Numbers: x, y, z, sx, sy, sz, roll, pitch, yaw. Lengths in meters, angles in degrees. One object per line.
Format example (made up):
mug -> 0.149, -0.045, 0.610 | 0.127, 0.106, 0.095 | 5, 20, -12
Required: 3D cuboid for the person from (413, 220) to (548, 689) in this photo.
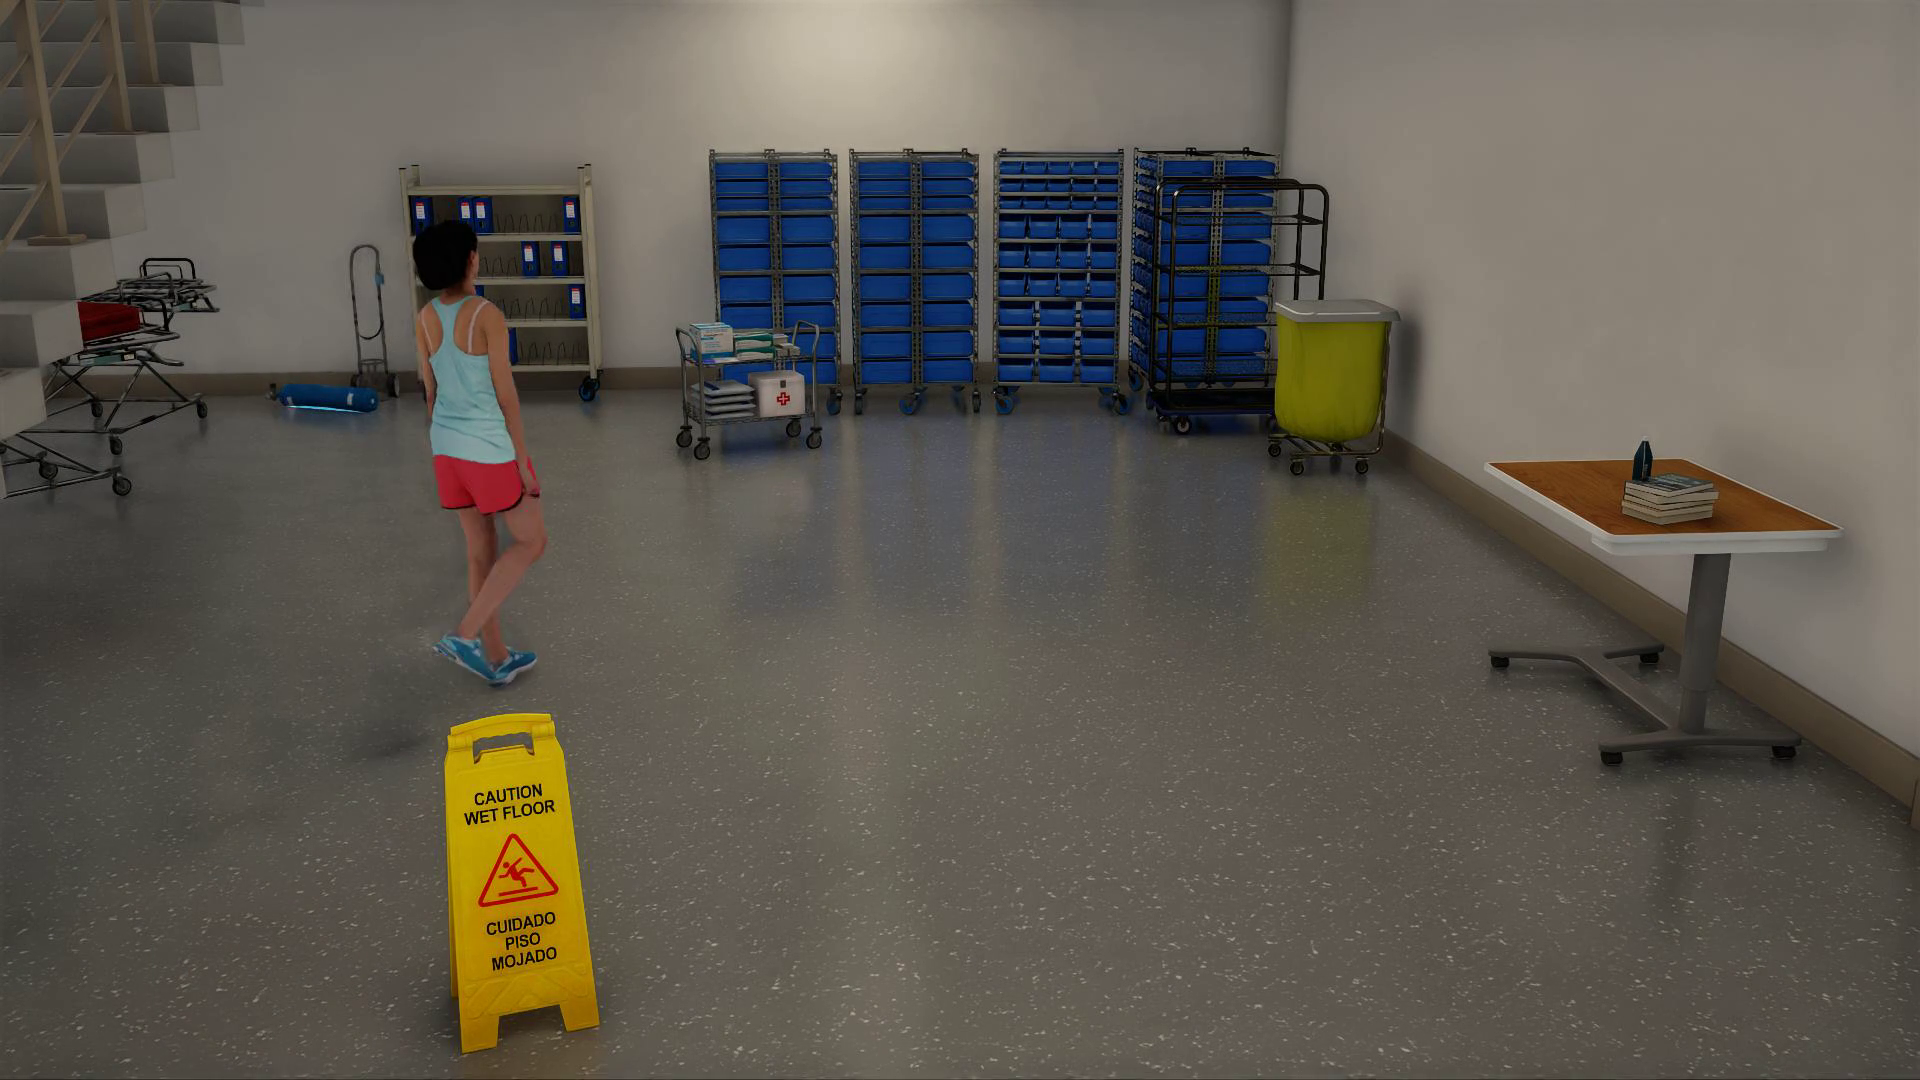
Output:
person -> -1.793, -0.267, 6.060 | 0.814, 1.758, 0.920 | 7, 17, 24
